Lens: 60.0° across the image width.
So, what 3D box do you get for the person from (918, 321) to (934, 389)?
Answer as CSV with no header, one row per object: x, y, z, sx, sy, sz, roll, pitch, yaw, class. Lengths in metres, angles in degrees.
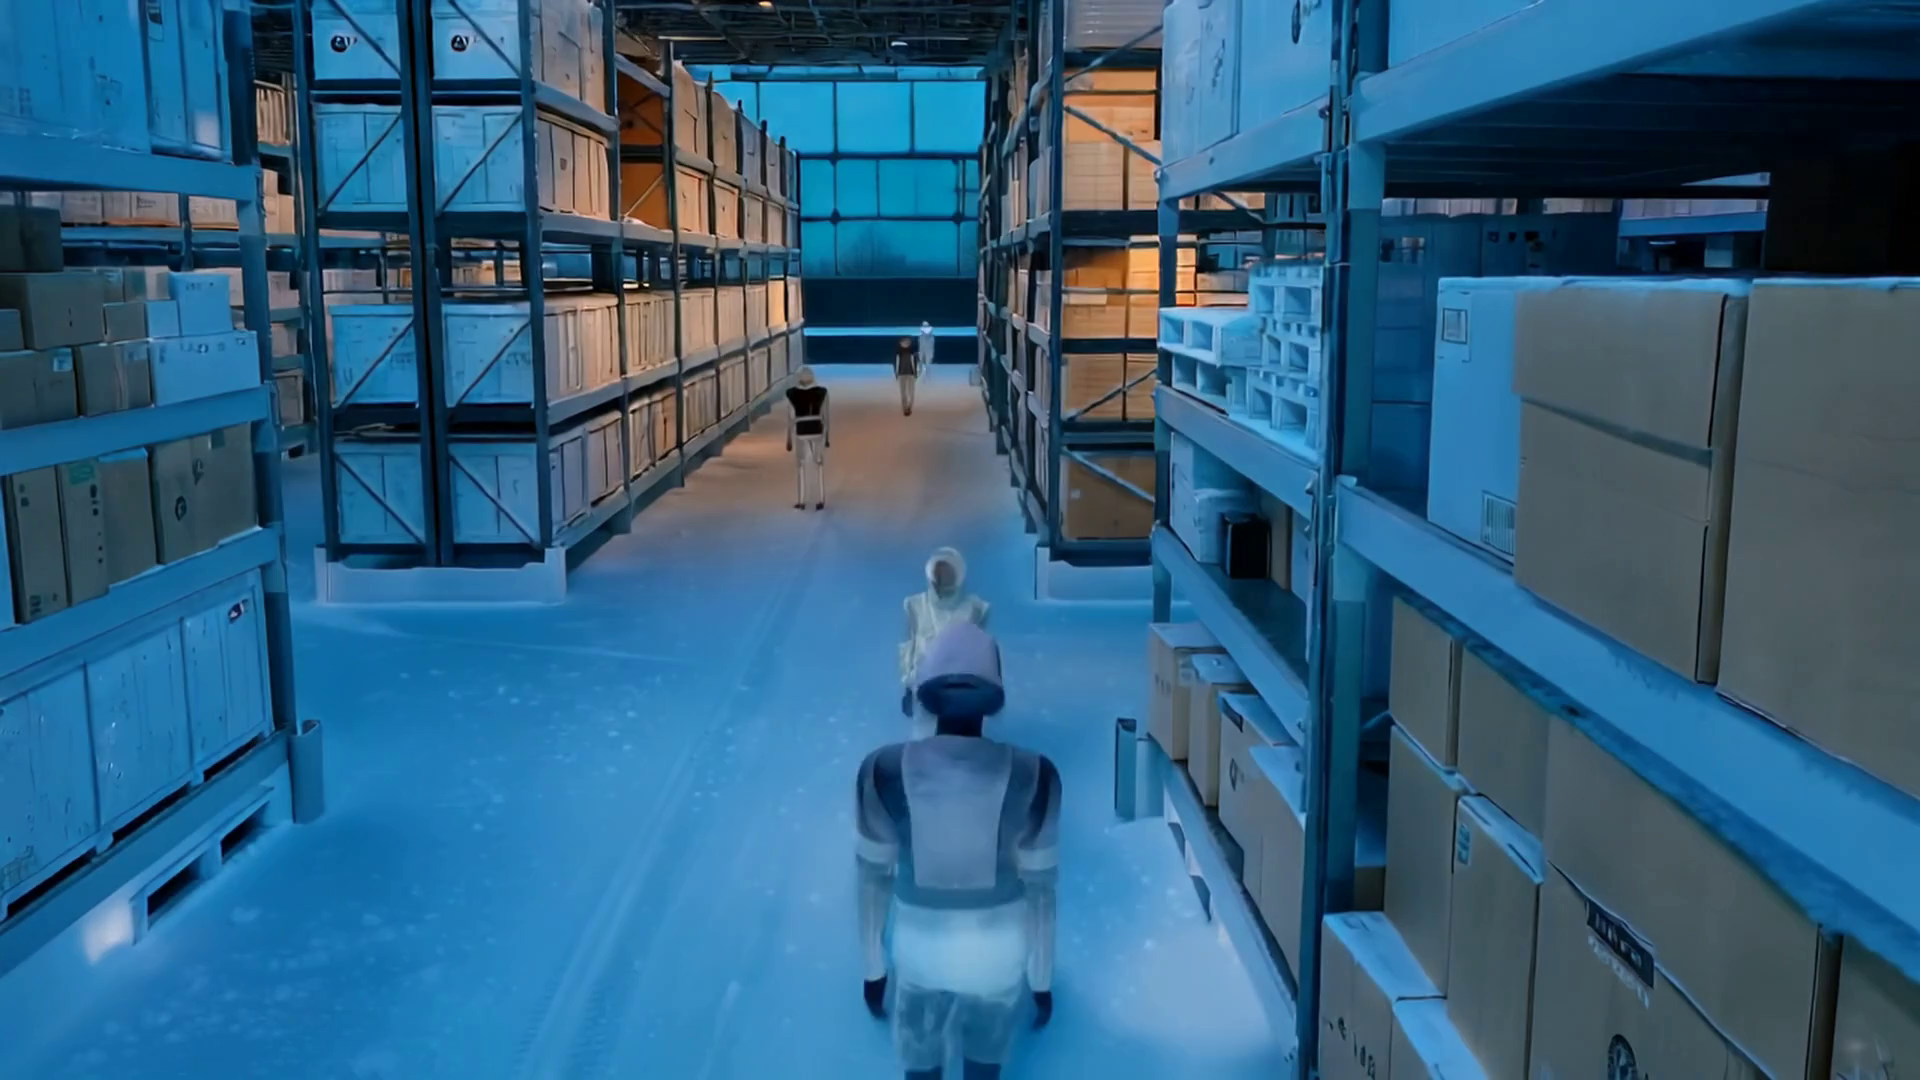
-0.844,-4.716,42.331,0.487,1.720,0.493,6,11,34,person

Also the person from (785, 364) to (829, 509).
-1.926,-1.303,21.031,0.563,1.838,0.389,-3,10,-20,person

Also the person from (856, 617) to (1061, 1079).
-0.014,1.246,4.870,0.605,2.025,0.688,1,9,6,person

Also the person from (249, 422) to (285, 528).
-7.651,-0.726,18.169,0.542,1.610,0.455,1,9,7,person

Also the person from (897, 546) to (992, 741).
-0.065,0.812,8.738,0.512,1.619,0.577,2,10,13,person

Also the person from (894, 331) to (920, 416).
-1.107,-3.411,34.200,0.539,1.749,0.573,1,9,6,person
